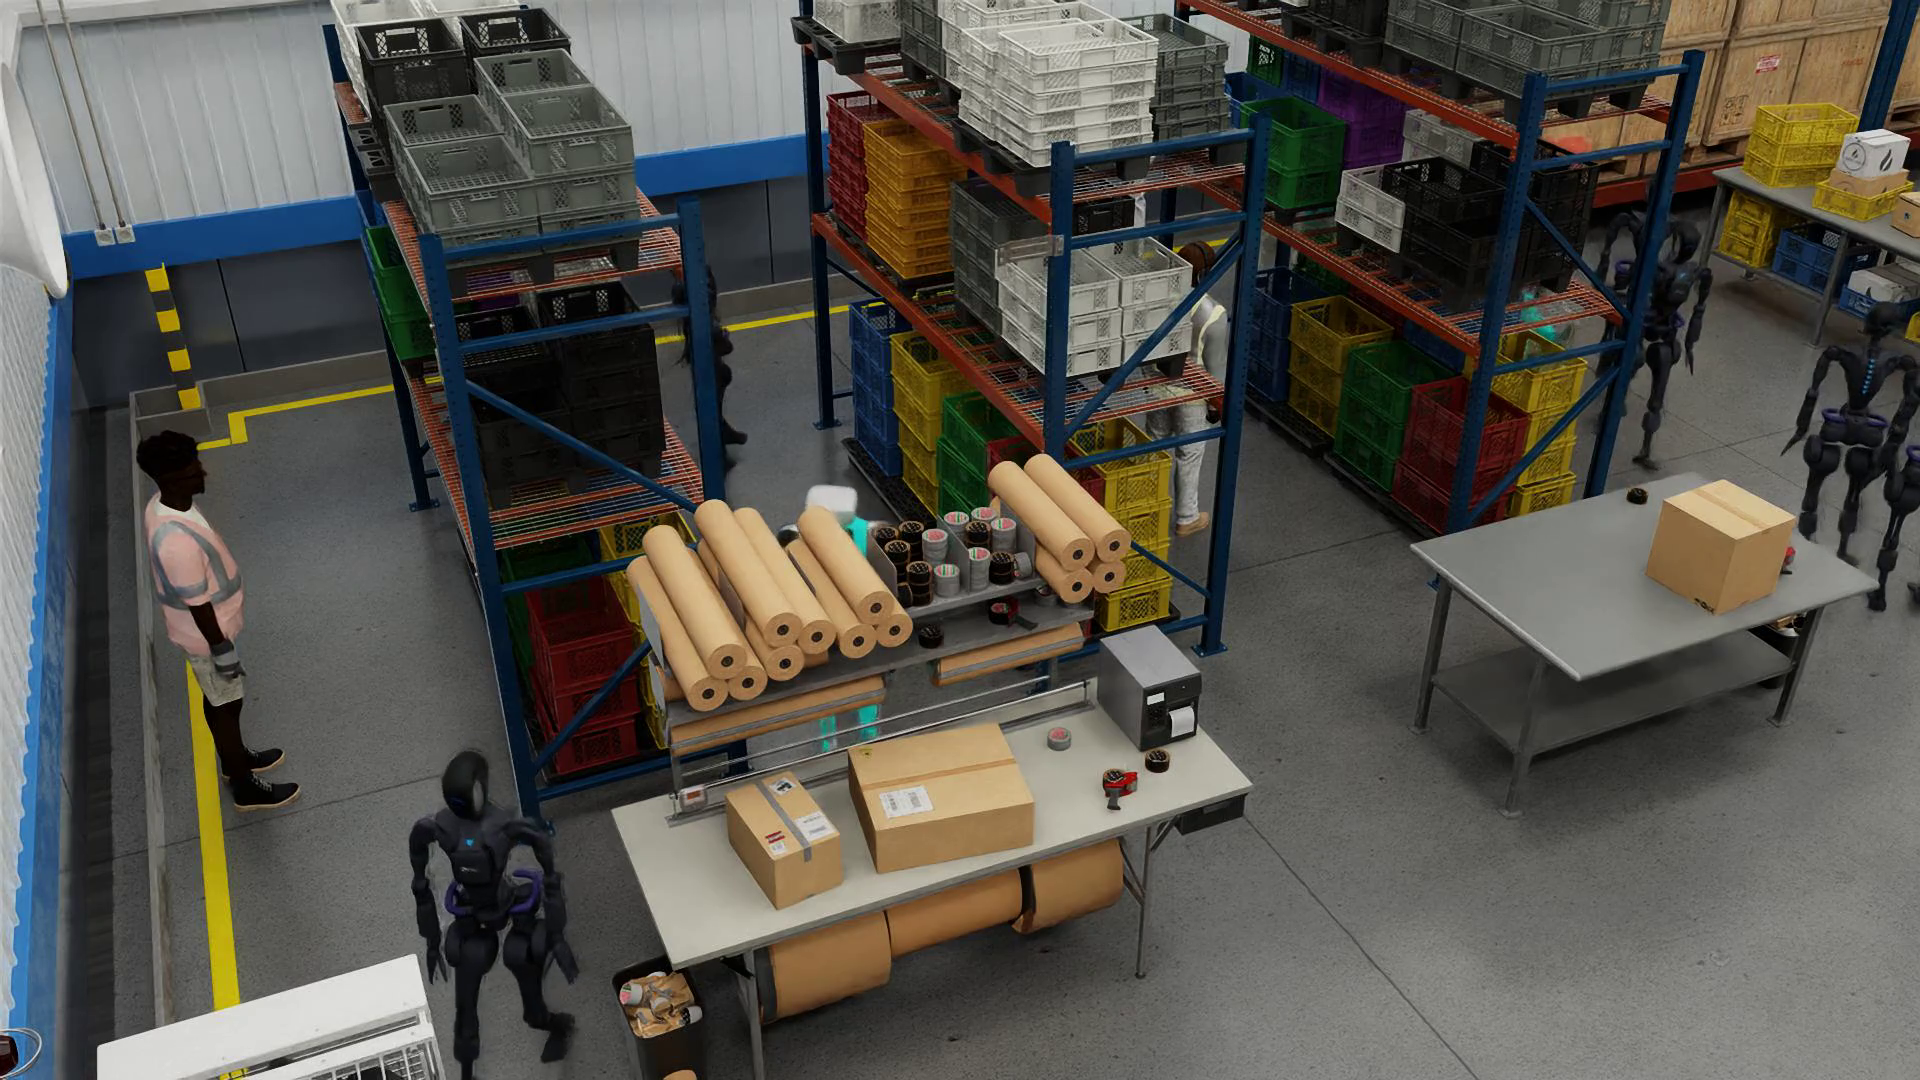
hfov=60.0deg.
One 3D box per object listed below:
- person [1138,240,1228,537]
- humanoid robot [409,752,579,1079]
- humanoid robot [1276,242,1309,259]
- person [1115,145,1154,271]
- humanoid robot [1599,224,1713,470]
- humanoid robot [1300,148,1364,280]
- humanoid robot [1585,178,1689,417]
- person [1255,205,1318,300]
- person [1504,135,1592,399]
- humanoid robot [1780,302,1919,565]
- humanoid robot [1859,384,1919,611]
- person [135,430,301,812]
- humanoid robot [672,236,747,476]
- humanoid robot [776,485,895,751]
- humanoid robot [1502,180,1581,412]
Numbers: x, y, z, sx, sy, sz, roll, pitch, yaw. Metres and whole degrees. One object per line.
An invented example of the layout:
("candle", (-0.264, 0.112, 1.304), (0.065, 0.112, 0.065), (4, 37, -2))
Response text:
("person", (1.330, -0.907, 9.957), (0.431, 1.835, 0.622), (-26, 40, -36))
("humanoid robot", (-1.744, 1.475, 6.272), (0.584, 1.641, 0.526), (-1, 32, -2))
("humanoid robot", (2.849, -3.154, 13.723), (0.844, 1.789, 0.540), (14, 34, 21))
("person", (1.396, -3.080, 13.434), (0.350, 1.882, 0.582), (4, 32, 6))
("humanoid robot", (4.486, -1.294, 10.788), (0.586, 1.618, 0.806), (-1, 32, -2))
("humanoid robot", (3.003, -2.777, 13.168), (0.820, 1.865, 0.548), (16, 35, 24))
("humanoid robot", (4.672, -1.738, 11.480), (0.613, 1.633, 0.731), (11, 33, 17))
("person", (2.500, -2.682, 12.844), (0.588, 1.822, 0.403), (-2, 32, -3))
("person", (3.725, -1.785, 11.207), (0.776, 2.012, 0.624), (23, 39, 33))
("humanoid robot", (5.091, -0.578, 9.581), (0.608, 1.639, 0.351), (10, 33, 15))
("humanoid robot", (5.349, -0.348, 9.189), (0.609, 1.653, 0.359), (11, 33, 17))
("person", (-3.488, 0.382, 7.731), (0.371, 1.966, 0.601), (-16, 35, -24))
("humanoid robot", (-1.573, -1.193, 10.571), (0.436, 1.646, 0.605), (-14, 34, -21))
("humanoid robot", (-0.527, 0.705, 7.500), (0.538, 1.785, 1.057), (-3, 32, -4))
("humanoid robot", (3.856, -1.528, 11.075), (0.530, 1.771, 0.890), (-26, 40, -35))
